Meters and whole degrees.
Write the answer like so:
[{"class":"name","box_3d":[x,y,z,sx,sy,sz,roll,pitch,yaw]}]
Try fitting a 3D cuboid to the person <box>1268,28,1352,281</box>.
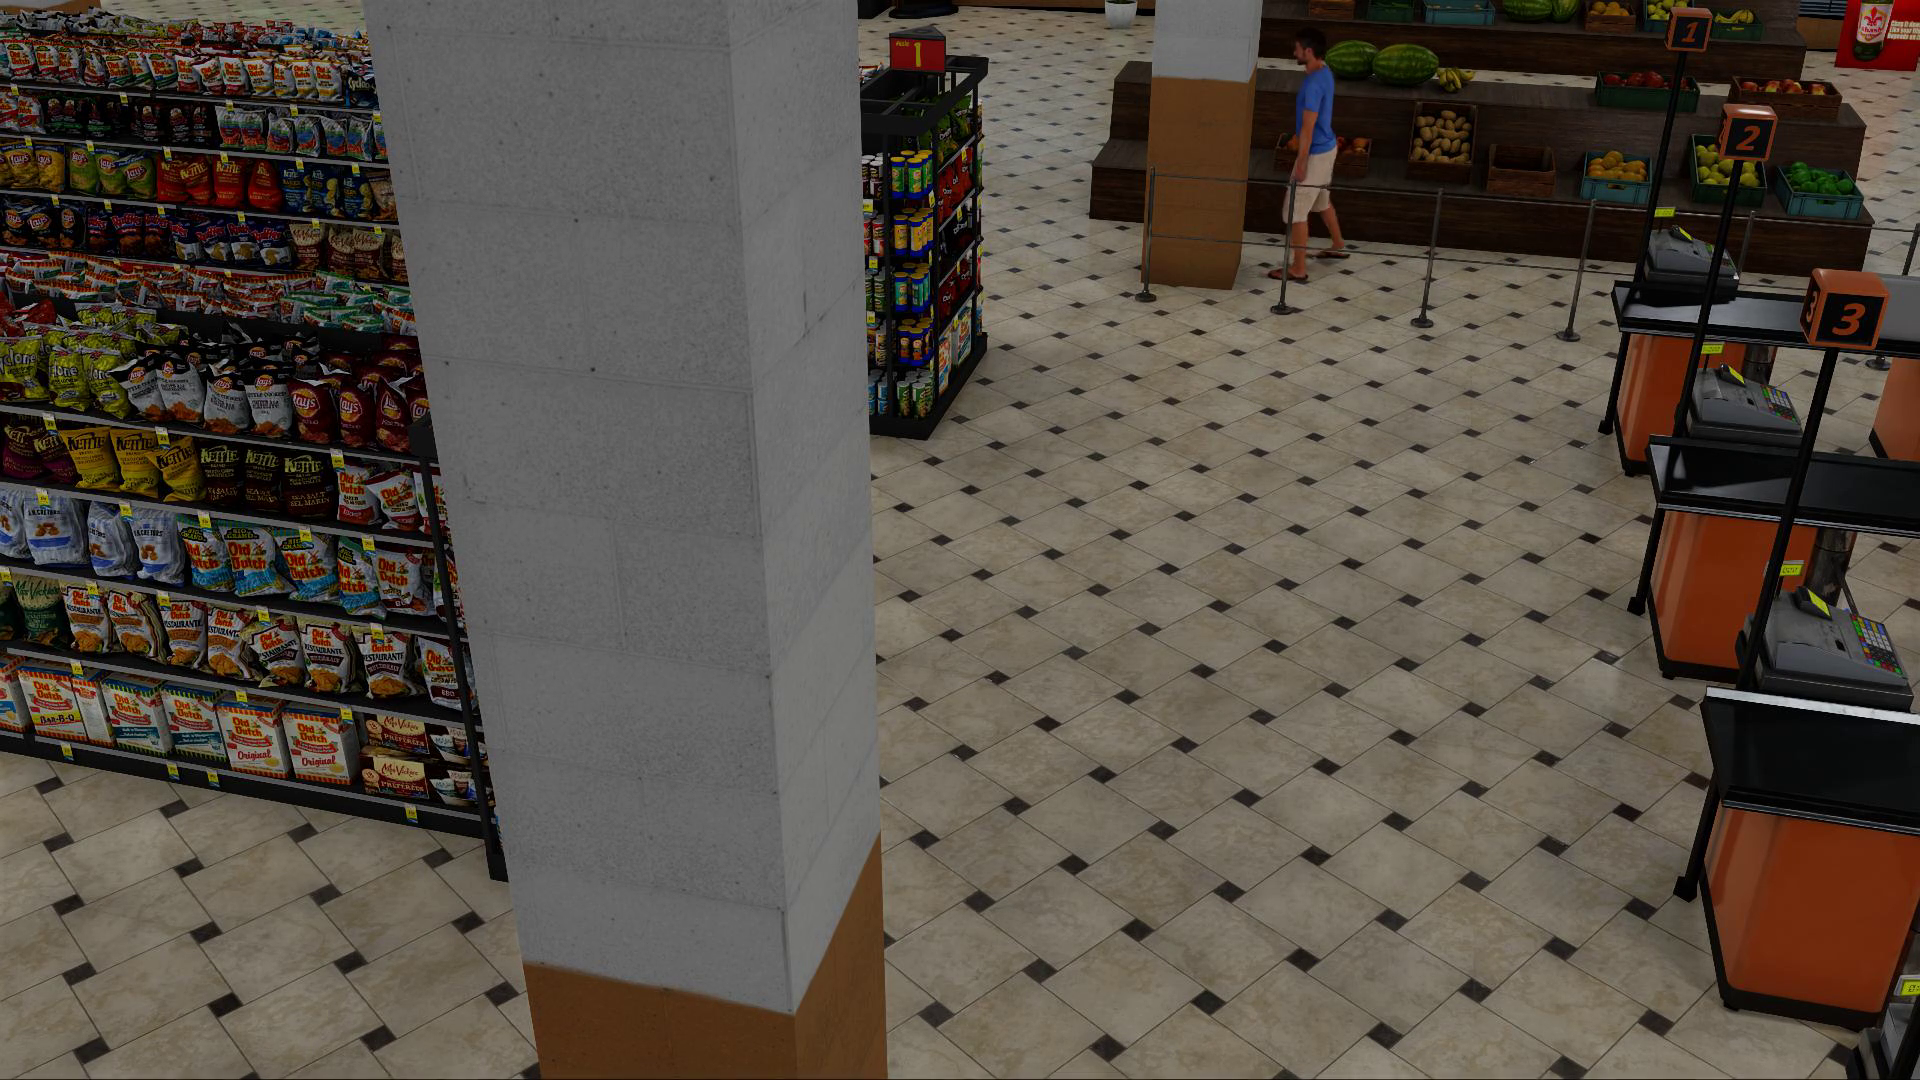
[{"class":"person","box_3d":[2.654,-2.894,12.486,0.838,1.848,0.932,12,31,21]}]
